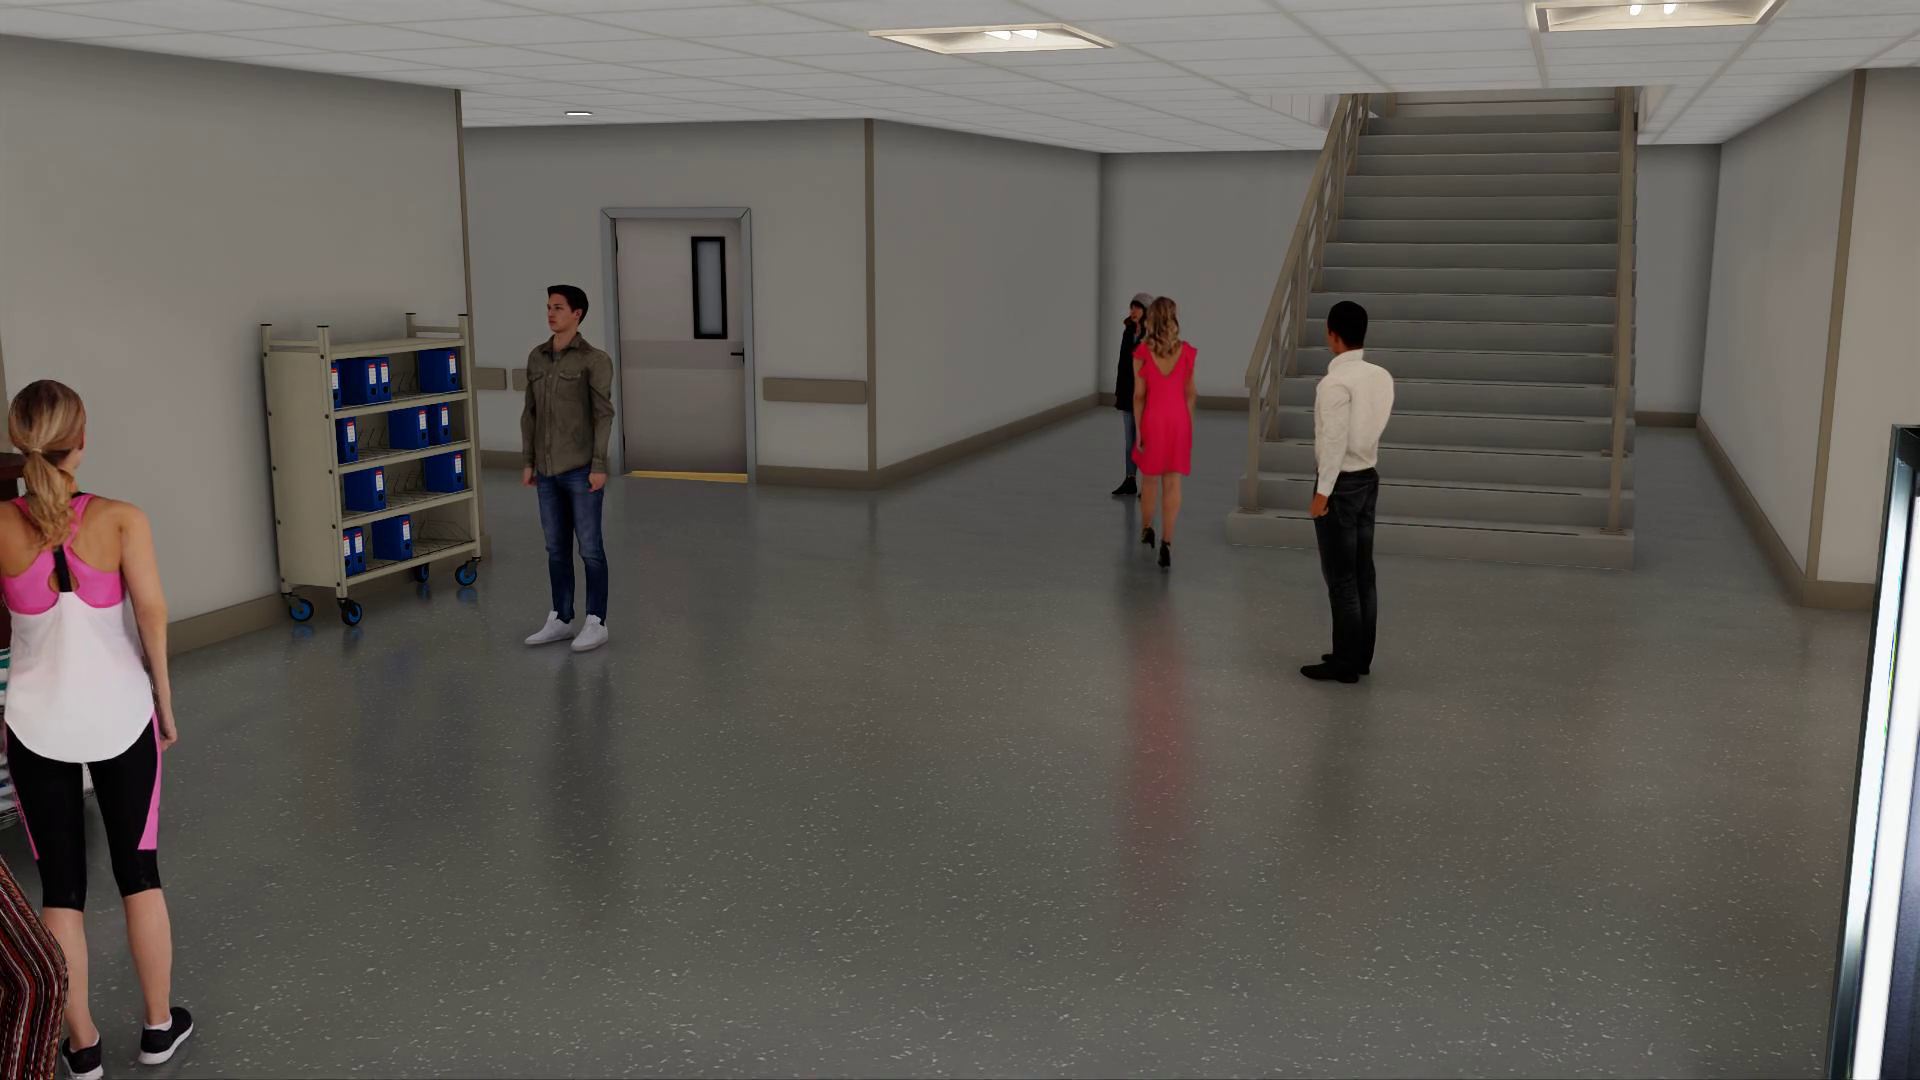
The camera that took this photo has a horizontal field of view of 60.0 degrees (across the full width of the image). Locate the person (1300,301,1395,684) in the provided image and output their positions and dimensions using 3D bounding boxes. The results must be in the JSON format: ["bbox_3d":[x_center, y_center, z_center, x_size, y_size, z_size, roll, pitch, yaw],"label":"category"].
[{"bbox_3d":[1.855,-0.229,7.926,0.791,1.809,0.630,9,14,41],"label":"person"}]

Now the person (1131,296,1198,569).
[{"bbox_3d":[1.299,-0.662,10.516,0.751,1.695,1.022,1,11,4],"label":"person"}]

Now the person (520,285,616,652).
[{"bbox_3d":[-2.000,-0.378,8.563,0.715,1.866,0.605,5,12,25],"label":"person"}]

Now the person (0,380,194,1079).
[{"bbox_3d":[-2.222,0.492,4.190,0.690,1.787,0.736,-4,12,-21],"label":"person"}]

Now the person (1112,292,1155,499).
[{"bbox_3d":[1.452,-1.165,13.333,0.716,1.634,0.729,9,14,41],"label":"person"}]
